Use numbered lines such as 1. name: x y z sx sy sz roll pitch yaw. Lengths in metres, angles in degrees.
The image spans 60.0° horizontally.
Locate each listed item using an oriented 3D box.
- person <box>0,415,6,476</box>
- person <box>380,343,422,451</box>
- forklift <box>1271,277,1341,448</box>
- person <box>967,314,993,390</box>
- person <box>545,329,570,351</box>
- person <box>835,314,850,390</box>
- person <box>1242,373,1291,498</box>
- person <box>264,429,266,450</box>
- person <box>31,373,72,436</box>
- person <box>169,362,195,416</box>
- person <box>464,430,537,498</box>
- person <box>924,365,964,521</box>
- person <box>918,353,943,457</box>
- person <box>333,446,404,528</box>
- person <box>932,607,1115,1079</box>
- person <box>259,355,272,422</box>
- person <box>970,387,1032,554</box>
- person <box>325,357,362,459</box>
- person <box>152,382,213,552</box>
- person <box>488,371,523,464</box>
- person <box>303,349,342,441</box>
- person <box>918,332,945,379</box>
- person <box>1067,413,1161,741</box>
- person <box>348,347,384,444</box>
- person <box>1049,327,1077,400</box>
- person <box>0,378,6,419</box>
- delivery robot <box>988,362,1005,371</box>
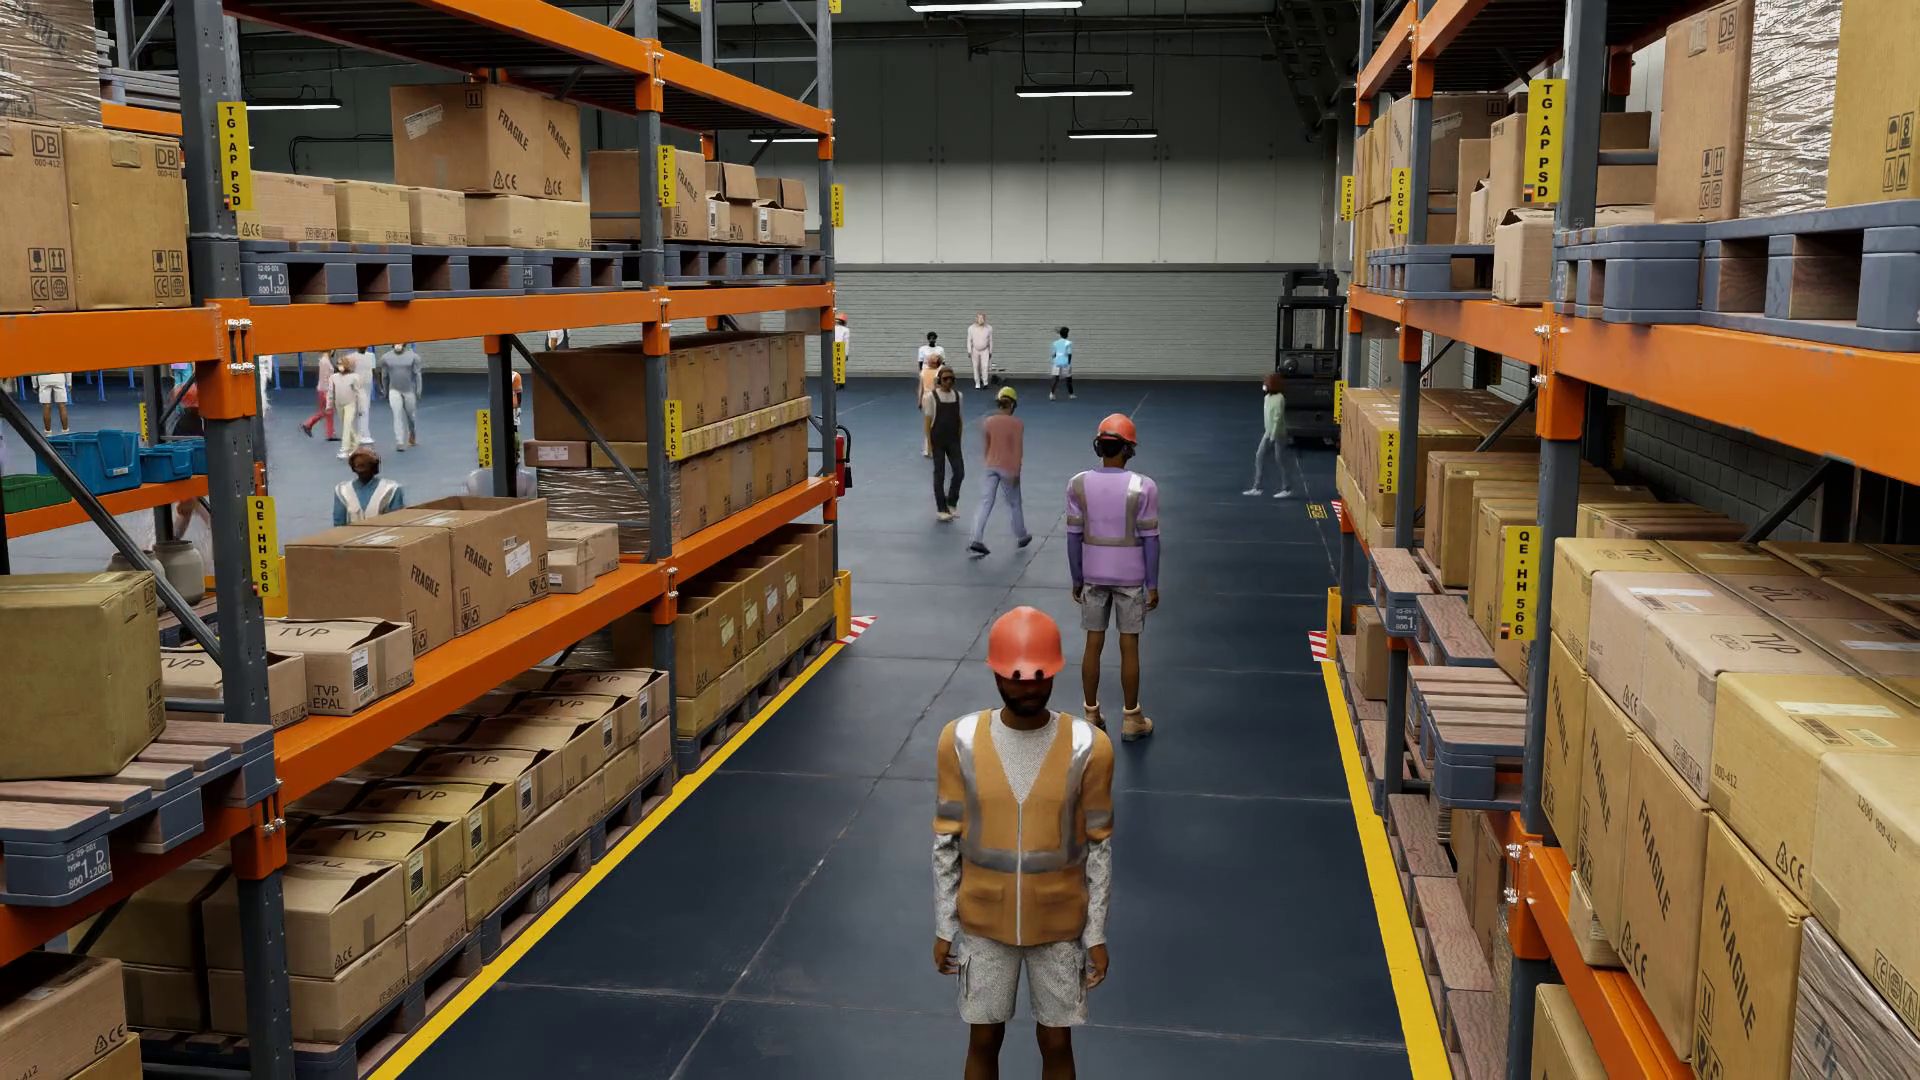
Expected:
1. person: -9.868 -0.701 16.625 0.659 1.880 0.452 0 9 0
2. person: -9.167 -2.450 27.356 0.635 1.912 0.868 -2 9 -14
3. forklift: 5.847 -3.016 27.970 1.129 2.768 1.873 1 9 9
4. person: 0.499 -4.633 40.960 0.642 1.853 1.007 0 9 -1
5. person: -9.565 -4.455 39.425 0.539 2.000 0.688 3 10 18
6. person: -2.949 -4.598 40.727 0.563 1.870 1.002 1 9 6
7. person: 3.956 -1.331 21.348 0.726 1.603 0.510 -3 10 -19
8. person: -7.476 -0.702 17.408 0.529 1.618 0.343 4 10 24
9. person: -15.536 -2.677 28.434 0.618 2.042 0.563 -5 10 -28
10. person: -15.661 -3.416 33.480 0.564 1.847 0.388 1 9 9
11. person: -3.351 0.047 12.322 0.612 1.783 0.919 1 9 7
12. person: -0.169 -1.124 19.396 0.518 1.825 0.487 -4 10 -23
13. person: -0.357 -2.132 26.257 0.543 1.608 0.712 8 12 41
14. person: -4.404 0.102 12.463 0.530 1.623 0.412 -1 9 -4
15. person: 0.185 1.151 5.032 0.552 1.937 0.358 1 9 6
16. person: -13.560 -3.221 32.199 0.596 1.872 0.518 3 10 18
17. person: 0.441 -0.721 17.276 0.559 1.712 0.935 7 11 35
18. person: -9.619 -2.074 26.017 0.502 1.589 0.870 2 9 12
19. person: -6.988 -0.465 15.039 0.996 1.932 0.633 -5 11 -29
20. person: -6.891 -1.999 25.202 0.541 1.695 0.316 2 9 10
21. person: -11.004 -2.573 28.676 0.579 1.728 0.539 -2 9 -13
22. person: -0.547 -3.382 33.752 0.552 1.677 0.565 -2 9 -13
23. person: 0.968 0.227 10.424 0.607 2.039 0.380 4 10 24
24. person: -9.992 -2.534 28.093 0.804 1.840 0.513 6 11 34
25. person: 2.301 -3.973 37.530 0.545 1.651 0.882 7 12 37
26. person: -18.562 -3.165 31.717 0.418 1.911 0.615 6 11 35
27. delivery robot: 0.867 -4.502 43.199 0.335 0.223 0.698 8 12 42
